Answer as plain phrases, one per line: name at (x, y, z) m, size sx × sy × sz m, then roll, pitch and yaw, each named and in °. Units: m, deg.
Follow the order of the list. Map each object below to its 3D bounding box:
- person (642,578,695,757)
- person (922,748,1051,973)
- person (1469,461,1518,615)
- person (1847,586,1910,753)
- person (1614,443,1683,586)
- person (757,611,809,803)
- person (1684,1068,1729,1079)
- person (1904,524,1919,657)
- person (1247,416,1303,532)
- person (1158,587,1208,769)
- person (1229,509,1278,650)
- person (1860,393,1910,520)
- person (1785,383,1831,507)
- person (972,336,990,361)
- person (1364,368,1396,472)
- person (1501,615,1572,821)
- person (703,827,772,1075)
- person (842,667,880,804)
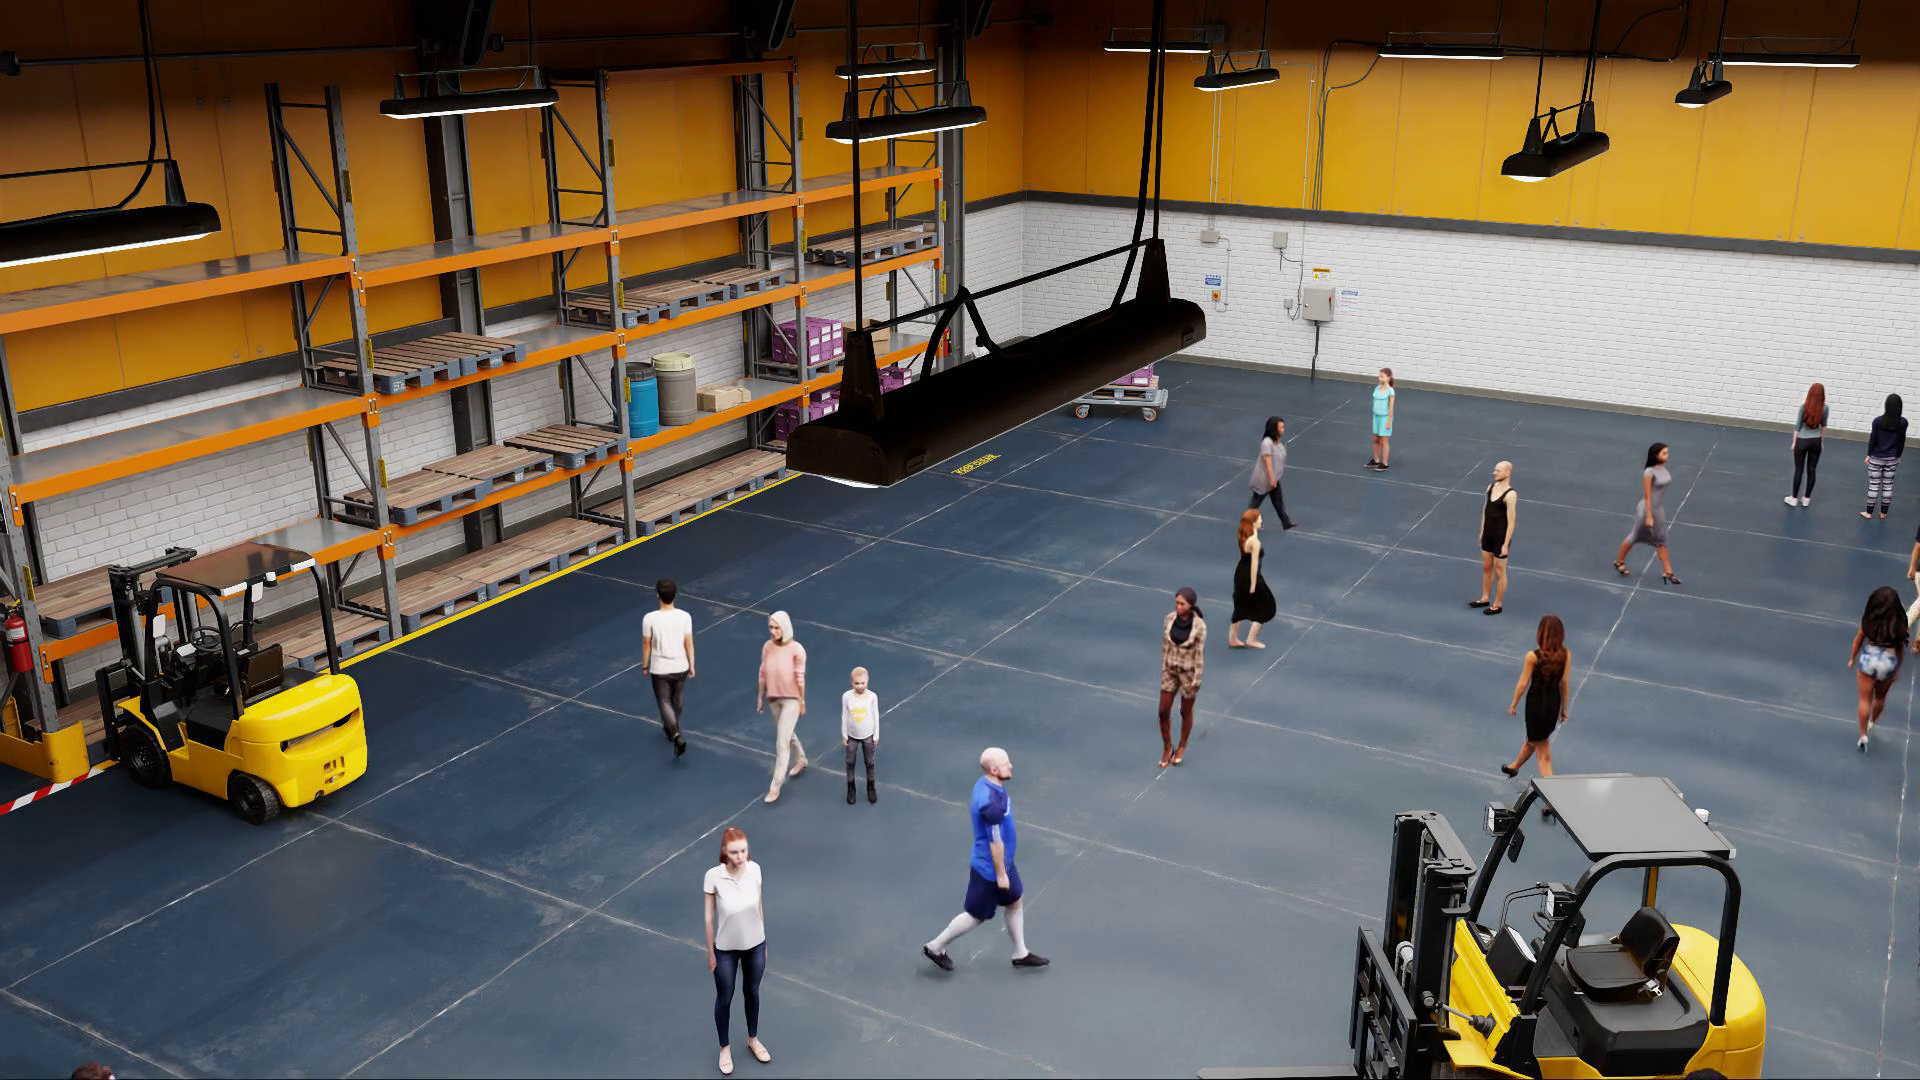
person at (-2.738, 1.215, 15.693) m, size 1.086 × 1.697 × 1.071 m, roll -8°, pitch 20°, yaw -22°
person at (0.155, 2.372, 12.085) m, size 1.087 × 1.807 × 1.224 m, roll 1°, pitch 19°, yaw 4°
person at (6.221, -0.039, 19.231) m, size 0.748 × 1.815 × 0.703 m, roll -6°, pitch 20°, yaw -17°
person at (8.674, 1.251, 15.740) m, size 0.669 × 1.598 × 0.890 m, roll 7°, pitch 20°, yaw 20°
person at (8.281, -0.316, 20.196) m, size 1.133 × 1.724 × 0.951 m, roll -14°, pitch 23°, yaw -35°
person at (-1.554, 1.437, 15.055) m, size 0.614 × 1.683 × 1.040 m, roll 10°, pitch 21°, yaw 27°
person at (4.079, 3.573, 9.411) m, size 0.852 × 1.237 × 0.791 m, roll -5°, pitch 19°, yaw -14°
person at (10.423, 0.390, 17.920) m, size 0.848 × 1.838 × 0.796 m, roll -8°, pitch 20°, yaw -22°
person at (4.006, -0.854, 22.037) m, size 0.766 × 1.568 × 0.993 m, roll 8°, pitch 20°, yaw 22°
person at (2.099, 1.252, 15.458) m, size 0.607 × 1.777 × 0.653 m, roll 11°, pitch 22°, yaw 31°
person at (3.062, 0.441, 18.124) m, size 0.810 × 1.611 × 0.750 m, roll -5°, pitch 19°, yaw -16°
person at (12.587, -1.142, 22.635) m, size 0.664 × 1.732 × 0.623 m, roll 4°, pitch 19°, yaw 11°
person at (11.829, -1.332, 23.184) m, size 0.640 × 1.743 × 0.647 m, roll 2°, pitch 19°, yaw 5°
person at (0.345, -2.896, 28.586) m, size 0.544 × 1.258 × 0.578 m, roll 1°, pitch 19°, yaw 4°
person at (6.331, -1.815, 24.908) m, size 0.674 × 1.558 × 0.636 m, roll -9°, pitch 21°, yaw -25°
person at (5.102, 1.582, 14.455) m, size 1.079 × 1.790 × 1.166 m, roll -4°, pitch 19°, yaw -12°
person at (-1.494, 2.722, 11.153) m, size 0.625 × 1.739 × 0.710 m, roll -9°, pitch 21°, yaw -24°
person at (-0.894, 1.723, 14.841) m, size 0.564 × 1.277 × 0.607 m, roll 0°, pitch 19°, yaw -1°
